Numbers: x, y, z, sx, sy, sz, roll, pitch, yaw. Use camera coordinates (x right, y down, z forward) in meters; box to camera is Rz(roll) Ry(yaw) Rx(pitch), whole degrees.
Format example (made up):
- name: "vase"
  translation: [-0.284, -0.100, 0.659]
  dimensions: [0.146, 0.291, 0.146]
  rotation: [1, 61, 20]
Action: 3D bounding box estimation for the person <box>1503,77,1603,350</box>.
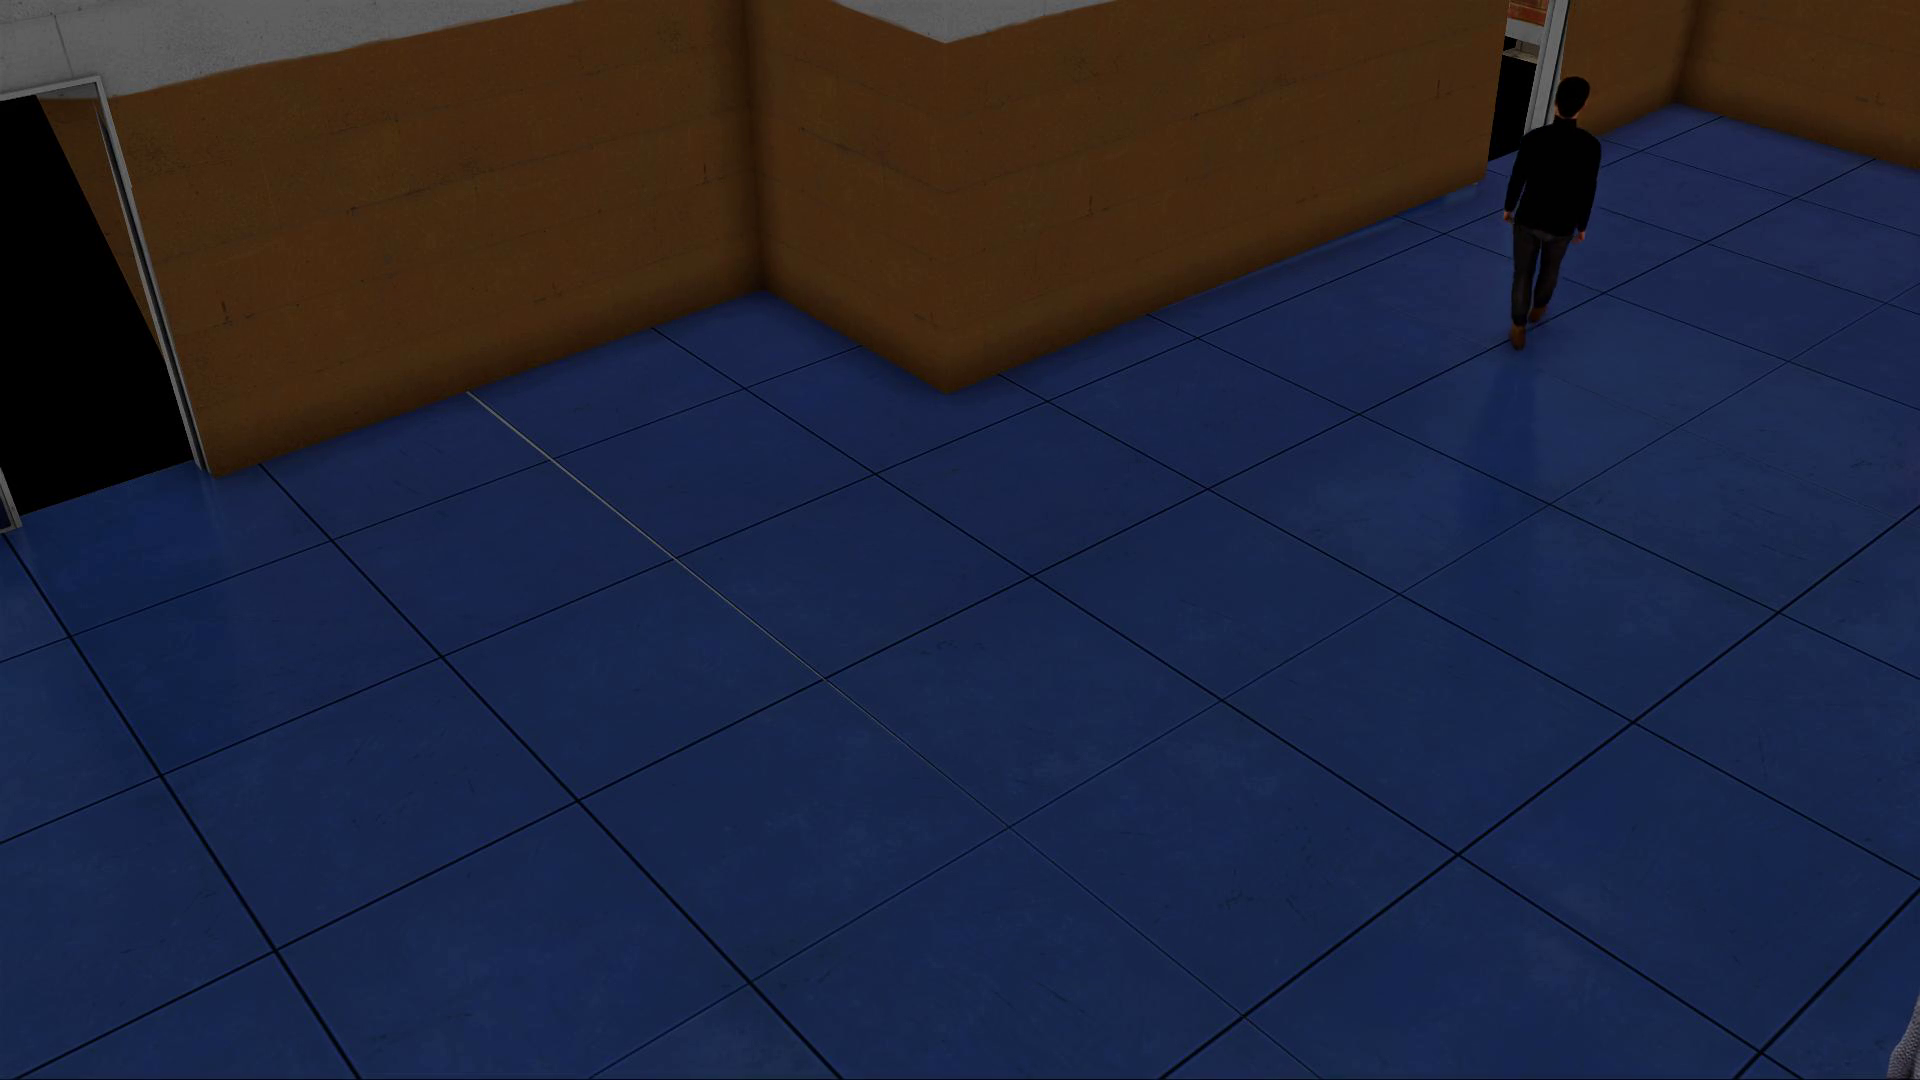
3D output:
- name: "person"
  translation: [3.670, -2.006, 10.409]
  dimensions: [0.984, 1.705, 0.999]
  rotation: [9, 35, 13]
